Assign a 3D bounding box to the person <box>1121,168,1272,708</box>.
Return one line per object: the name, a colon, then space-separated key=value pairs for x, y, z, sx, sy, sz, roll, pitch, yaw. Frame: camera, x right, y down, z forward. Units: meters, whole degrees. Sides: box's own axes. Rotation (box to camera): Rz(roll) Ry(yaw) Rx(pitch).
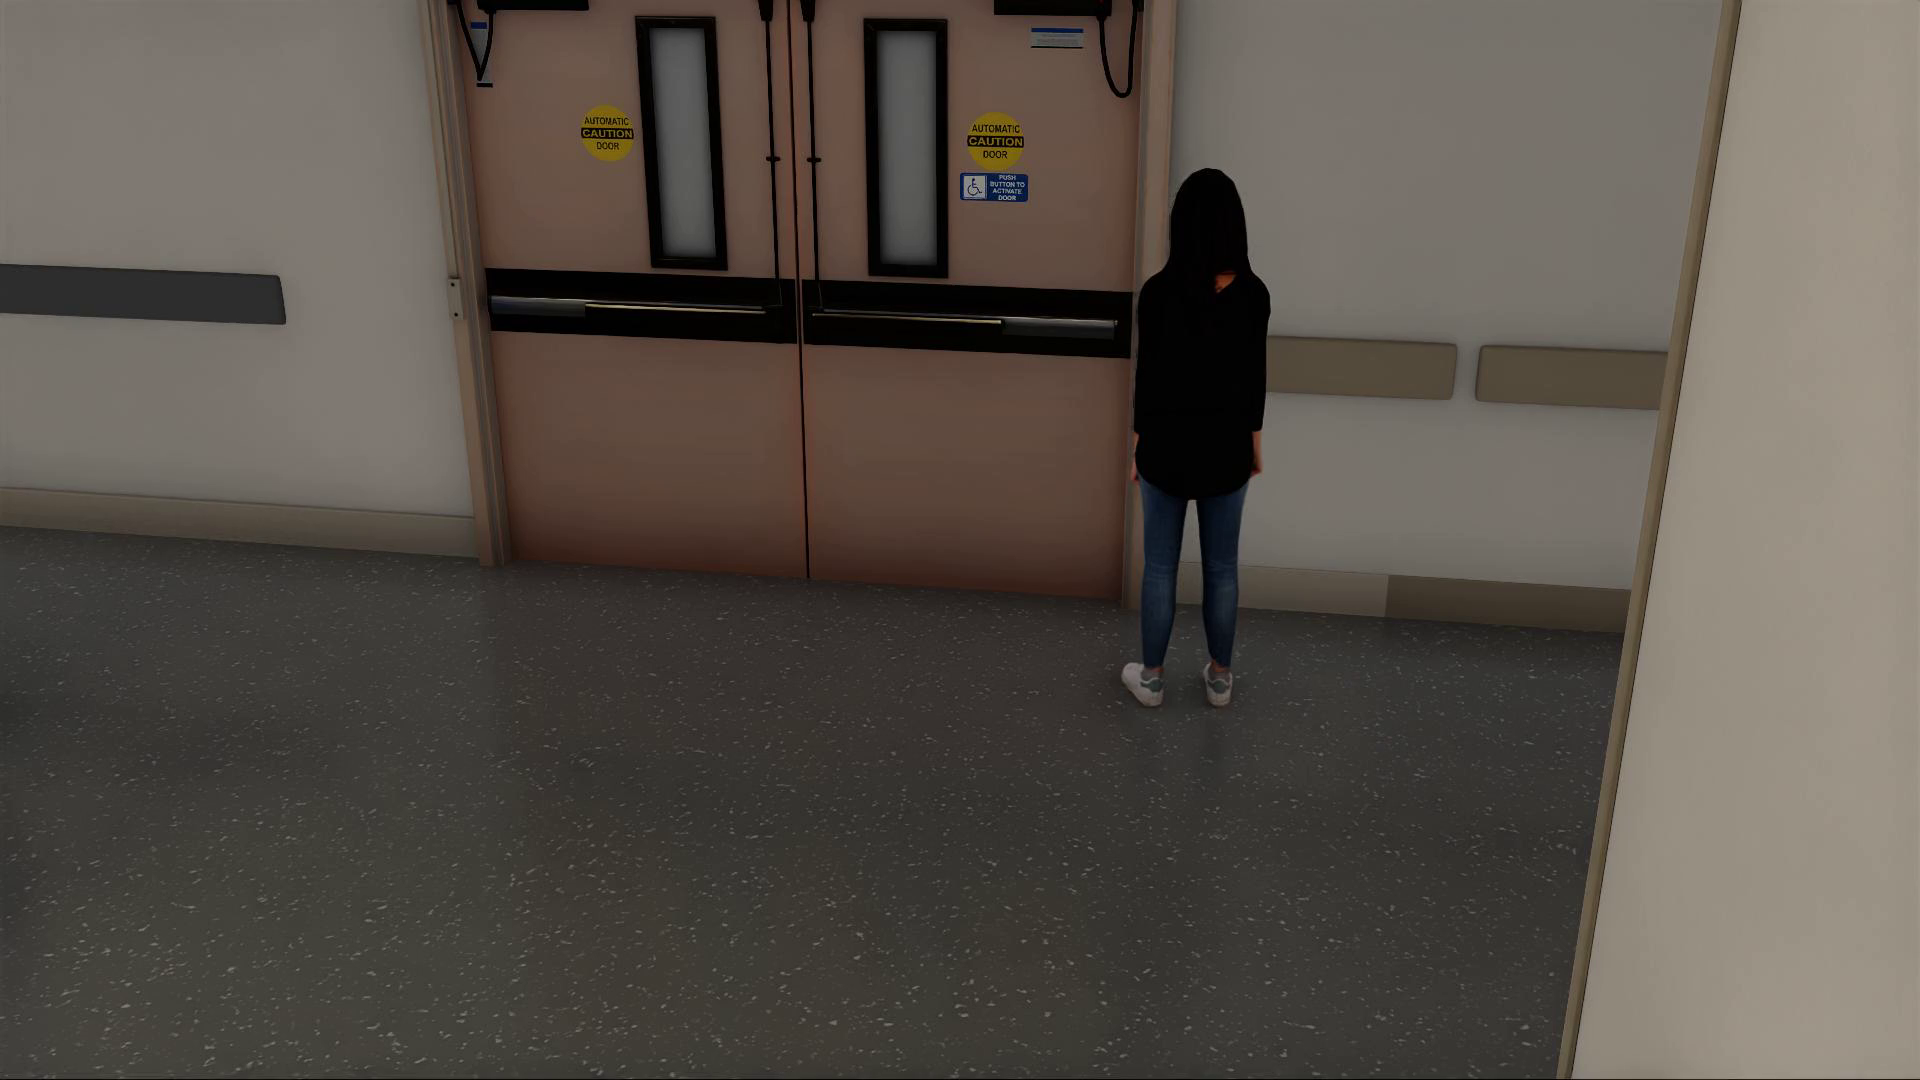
person: x=0.709 y=-0.287 z=5.020 sx=0.502 sy=1.644 sz=0.649 roll=0 pitch=21 yaw=0
